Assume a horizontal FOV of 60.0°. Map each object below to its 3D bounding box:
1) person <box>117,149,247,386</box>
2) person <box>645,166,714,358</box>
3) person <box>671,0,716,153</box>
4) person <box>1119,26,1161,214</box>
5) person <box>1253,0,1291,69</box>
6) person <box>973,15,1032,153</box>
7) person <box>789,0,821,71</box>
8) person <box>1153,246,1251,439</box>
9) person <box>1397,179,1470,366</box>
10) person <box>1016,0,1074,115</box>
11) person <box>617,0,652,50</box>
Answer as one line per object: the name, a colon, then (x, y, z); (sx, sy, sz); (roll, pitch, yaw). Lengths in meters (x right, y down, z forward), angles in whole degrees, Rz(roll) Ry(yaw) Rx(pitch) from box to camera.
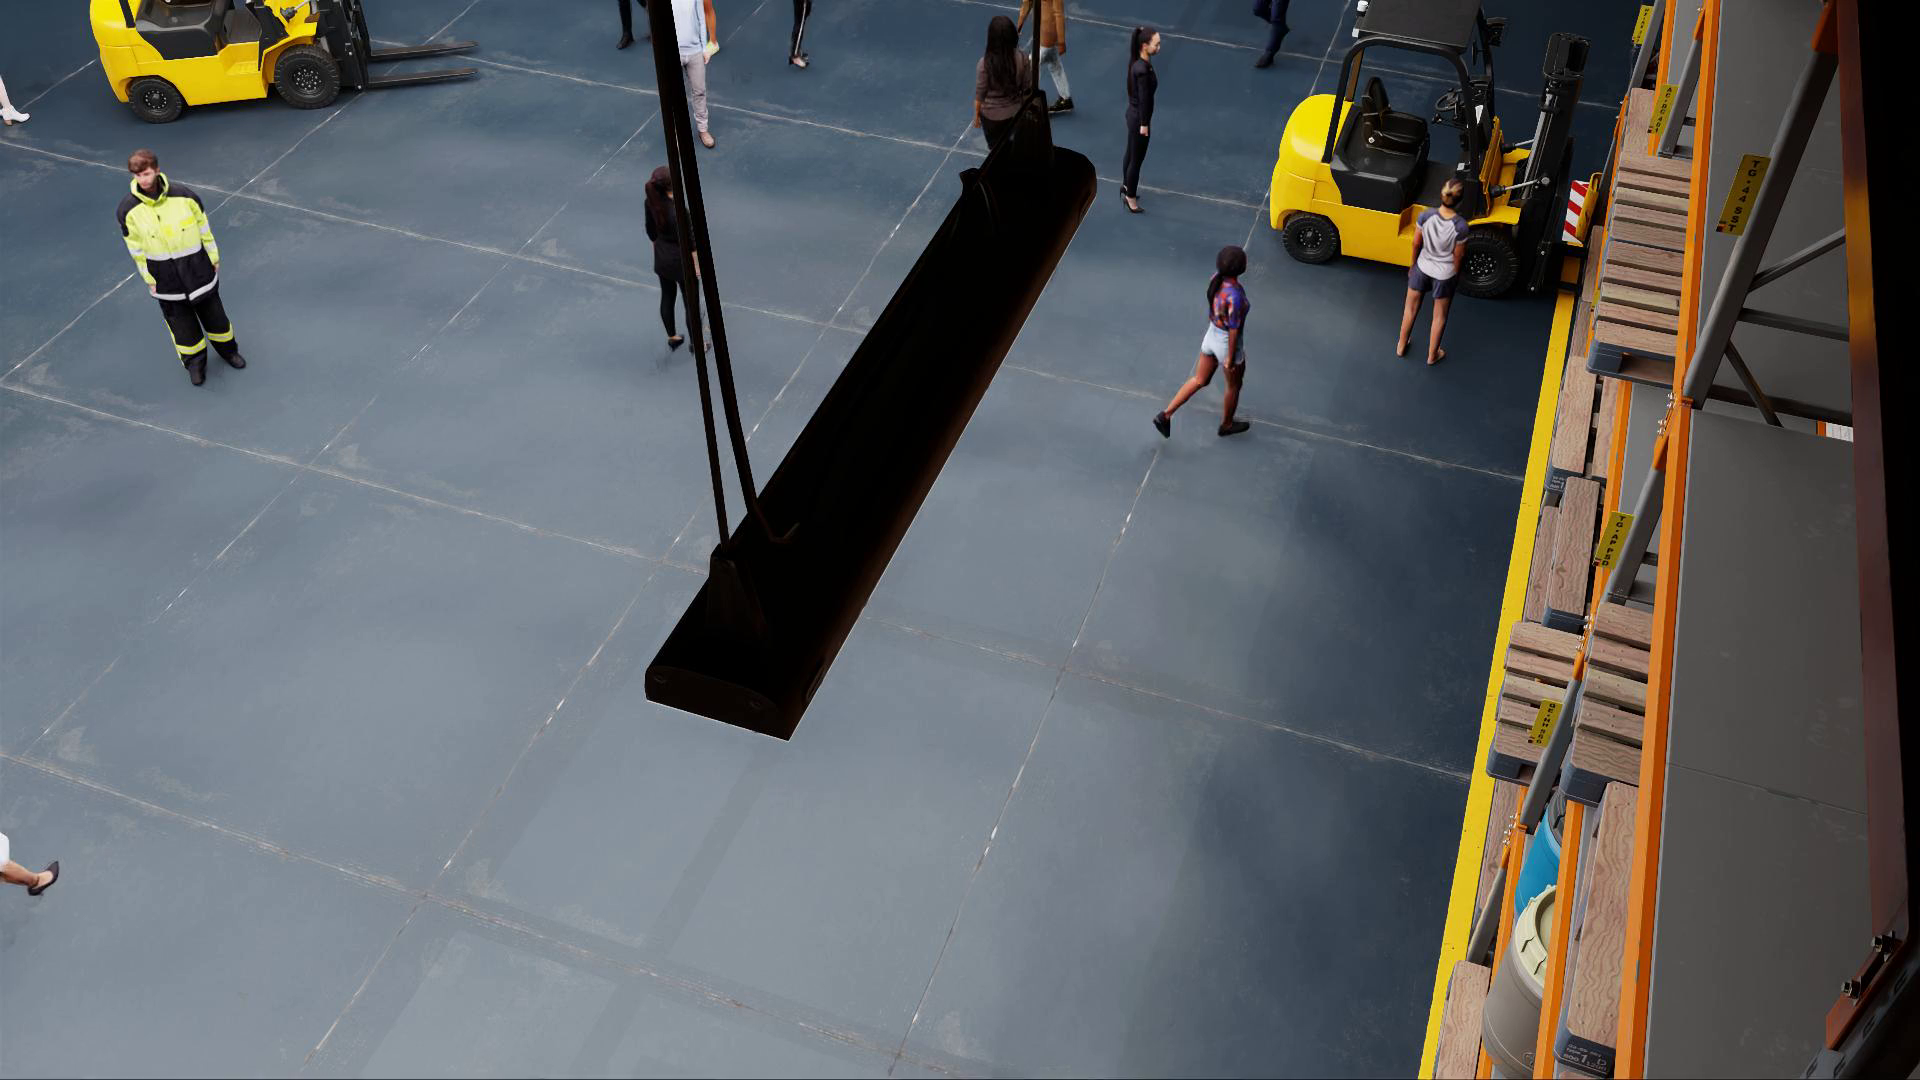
person: (-6.004, -2.129, 12.789); (0.817, 1.979, 0.928); (-26, 50, -25)
person: (-2.237, -2.176, 13.070); (0.637, 1.659, 0.600); (22, 48, 22)
person: (-2.569, -4.514, 15.354); (0.748, 1.892, 0.785); (-13, 45, -13)
person: (1.574, -3.695, 14.627); (0.689, 1.711, 0.527); (0, 44, 0)
person: (3.229, -5.648, 16.557); (0.942, 1.876, 0.862); (-29, 51, -27)
person: (0.410, -3.598, 14.467); (1.152, 1.791, 1.185); (-19, 47, -19)
person: (-1.685, -5.453, 16.486); (0.762, 1.691, 0.725); (-24, 49, -23)
person: (1.837, -1.397, 12.209); (1.065, 1.719, 1.039); (-15, 46, -15)
person: (3.719, -2.099, 13.014); (0.620, 1.624, 0.584); (21, 48, 21)
person: (0.894, -4.828, 15.769); (1.191, 1.776, 1.154); (-16, 46, -16)
person: (-3.255, -5.837, 16.909); (0.716, 1.664, 0.874); (29, 51, 27)
